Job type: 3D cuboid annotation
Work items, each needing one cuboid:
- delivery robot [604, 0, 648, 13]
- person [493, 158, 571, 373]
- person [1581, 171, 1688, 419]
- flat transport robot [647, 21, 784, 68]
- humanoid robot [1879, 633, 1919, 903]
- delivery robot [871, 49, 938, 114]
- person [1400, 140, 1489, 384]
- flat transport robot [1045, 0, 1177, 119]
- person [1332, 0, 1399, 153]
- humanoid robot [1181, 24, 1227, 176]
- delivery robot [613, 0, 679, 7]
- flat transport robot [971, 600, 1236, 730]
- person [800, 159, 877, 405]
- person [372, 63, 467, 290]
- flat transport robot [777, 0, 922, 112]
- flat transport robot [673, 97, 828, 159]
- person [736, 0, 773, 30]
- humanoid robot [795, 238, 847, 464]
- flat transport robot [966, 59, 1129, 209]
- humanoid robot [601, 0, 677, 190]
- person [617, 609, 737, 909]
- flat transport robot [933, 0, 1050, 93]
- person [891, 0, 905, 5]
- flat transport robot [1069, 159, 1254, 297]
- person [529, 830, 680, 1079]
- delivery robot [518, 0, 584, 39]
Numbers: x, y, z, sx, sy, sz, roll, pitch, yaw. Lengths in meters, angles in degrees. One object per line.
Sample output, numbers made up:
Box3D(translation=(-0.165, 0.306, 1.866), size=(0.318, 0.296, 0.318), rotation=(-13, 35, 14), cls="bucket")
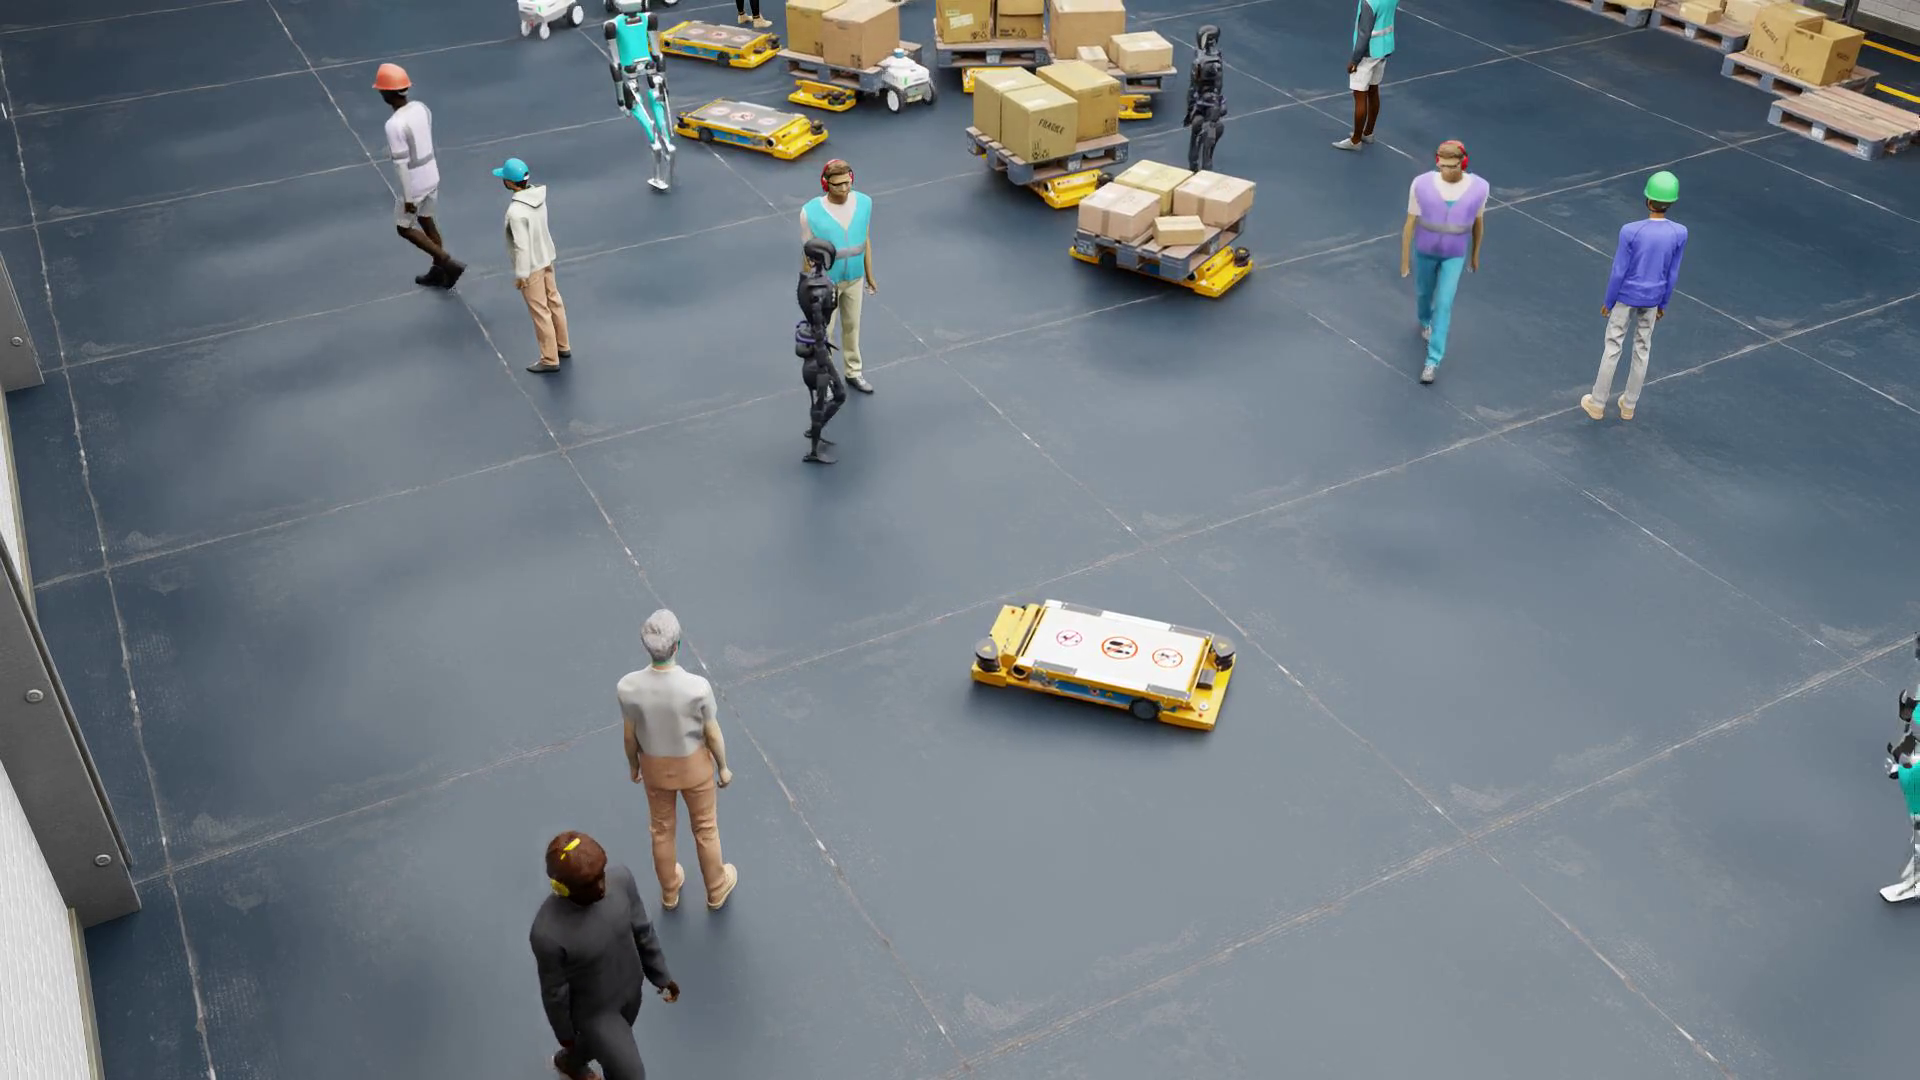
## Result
Box3D(translation=(-4.007, -6.664, 19.992), size=(0.499, 0.606, 0.796), rotation=(-2, 35, -3), cls="delivery robot")
Box3D(translation=(-3.197, -2.046, 12.409), size=(0.379, 1.674, 0.471), rotation=(8, 36, 11), cls="person")
Box3D(translation=(4.785, -1.708, 11.759), size=(0.461, 1.874, 0.340), rotation=(2, 35, 3), cls="person")
Box3D(translation=(-2.765, -5.573, 18.673), size=(1.431, 0.231, 0.659), rotation=(15, 38, 21), cls="flat transport robot")
Box3D(translation=(4.756, 1.119, 7.924), size=(0.740, 1.894, 0.551), rotation=(-9, 36, -13), cls="humanoid robot")
Box3D(translation=(-0.621, -4.813, 17.326), size=(0.499, 0.581, 0.767), rotation=(-22, 41, -28), cls="delivery robot")
Box3D(translation=(3.609, -2.175, 12.500), size=(0.581, 1.787, 0.979), rotation=(9, 36, 12), cls="person")
Box3D(translation=(1.559, -4.755, 17.505), size=(0.659, 0.231, 1.431), rotation=(-4, 35, -6), cls="flat transport robot")
Box3D(translation=(3.949, -4.690, 15.957), size=(0.418, 1.939, 0.555), rotation=(27, 43, 33), cls="person")
Box3D(translation=(2.227, -3.814, 14.931), size=(0.390, 1.639, 0.601), rotation=(-11, 37, -16), cls="humanoid robot")
Box3D(translation=(-3.797, -6.695, 20.030), size=(0.802, 0.600, 0.499), rotation=(-25, 42, -31), cls="delivery robot")
Box3D(translation=(0.844, 0.703, 9.712), size=(1.431, 0.231, 0.659), rotation=(11, 37, 15), cls="flat transport robot")
Box3D(translation=(-0.877, -1.886, 12.036), size=(0.563, 1.844, 0.389), rotation=(-20, 40, -26), cls="person")
Box3D(translation=(-4.345, -2.881, 13.392), size=(0.505, 1.922, 0.549), rotation=(10, 36, 14), cls="person")
Box3D(translation=(-1.160, -4.914, 17.731), size=(0.659, 0.231, 1.431), rotation=(18, 39, 24), cls="flat transport robot")
Box3D(translation=(-2.094, -4.113, 16.589), size=(1.431, 0.231, 0.659), rotation=(18, 39, 24), cls="flat transport robot")
Box3D(translation=(-2.442, -6.743, 19.098), size=(0.532, 1.696, 0.318), rotation=(27, 43, 33), cls="person")
Box3D(translation=(-0.948, -1.276, 11.309), size=(0.334, 1.644, 0.609), rotation=(-3, 35, -4), cls="humanoid robot")
Box3D(translation=(0.827, -3.526, 15.750), size=(0.659, 0.231, 1.431), rotation=(-17, 39, -23), cls="flat transport robot")
Box3D(translation=(-2.812, -3.955, 15.199), size=(0.530, 1.891, 0.797), rotation=(-23, 41, -29), cls="humanoid robot")
Box3D(translation=(-1.342, 1.067, 7.905), size=(0.492, 1.742, 0.303), rotation=(2, 35, 3), cls="person")
Box3D(translation=(0.340, -5.220, 18.168), size=(0.659, 0.231, 1.431), rotation=(-1, 35, -2), cls="flat transport robot")
Box3D(translation=(-1.025, -7.328, 19.744), size=(0.928, 1.928, 0.630), rotation=(2, 35, 3), cls="person")
Box3D(translation=(1.711, -2.442, 14.202), size=(1.431, 0.231, 0.659), rotation=(21, 40, 27), cls="flat transport robot")
Box3D(translation=(-1.463, 1.828, 6.743), size=(0.937, 1.837, 0.505), rotation=(20, 40, 26), cls="person")
Box3D(translation=(-4.785, -6.178, 19.274), size=(0.499, 0.580, 0.757), rotation=(15, 38, 20), cls="delivery robot")
